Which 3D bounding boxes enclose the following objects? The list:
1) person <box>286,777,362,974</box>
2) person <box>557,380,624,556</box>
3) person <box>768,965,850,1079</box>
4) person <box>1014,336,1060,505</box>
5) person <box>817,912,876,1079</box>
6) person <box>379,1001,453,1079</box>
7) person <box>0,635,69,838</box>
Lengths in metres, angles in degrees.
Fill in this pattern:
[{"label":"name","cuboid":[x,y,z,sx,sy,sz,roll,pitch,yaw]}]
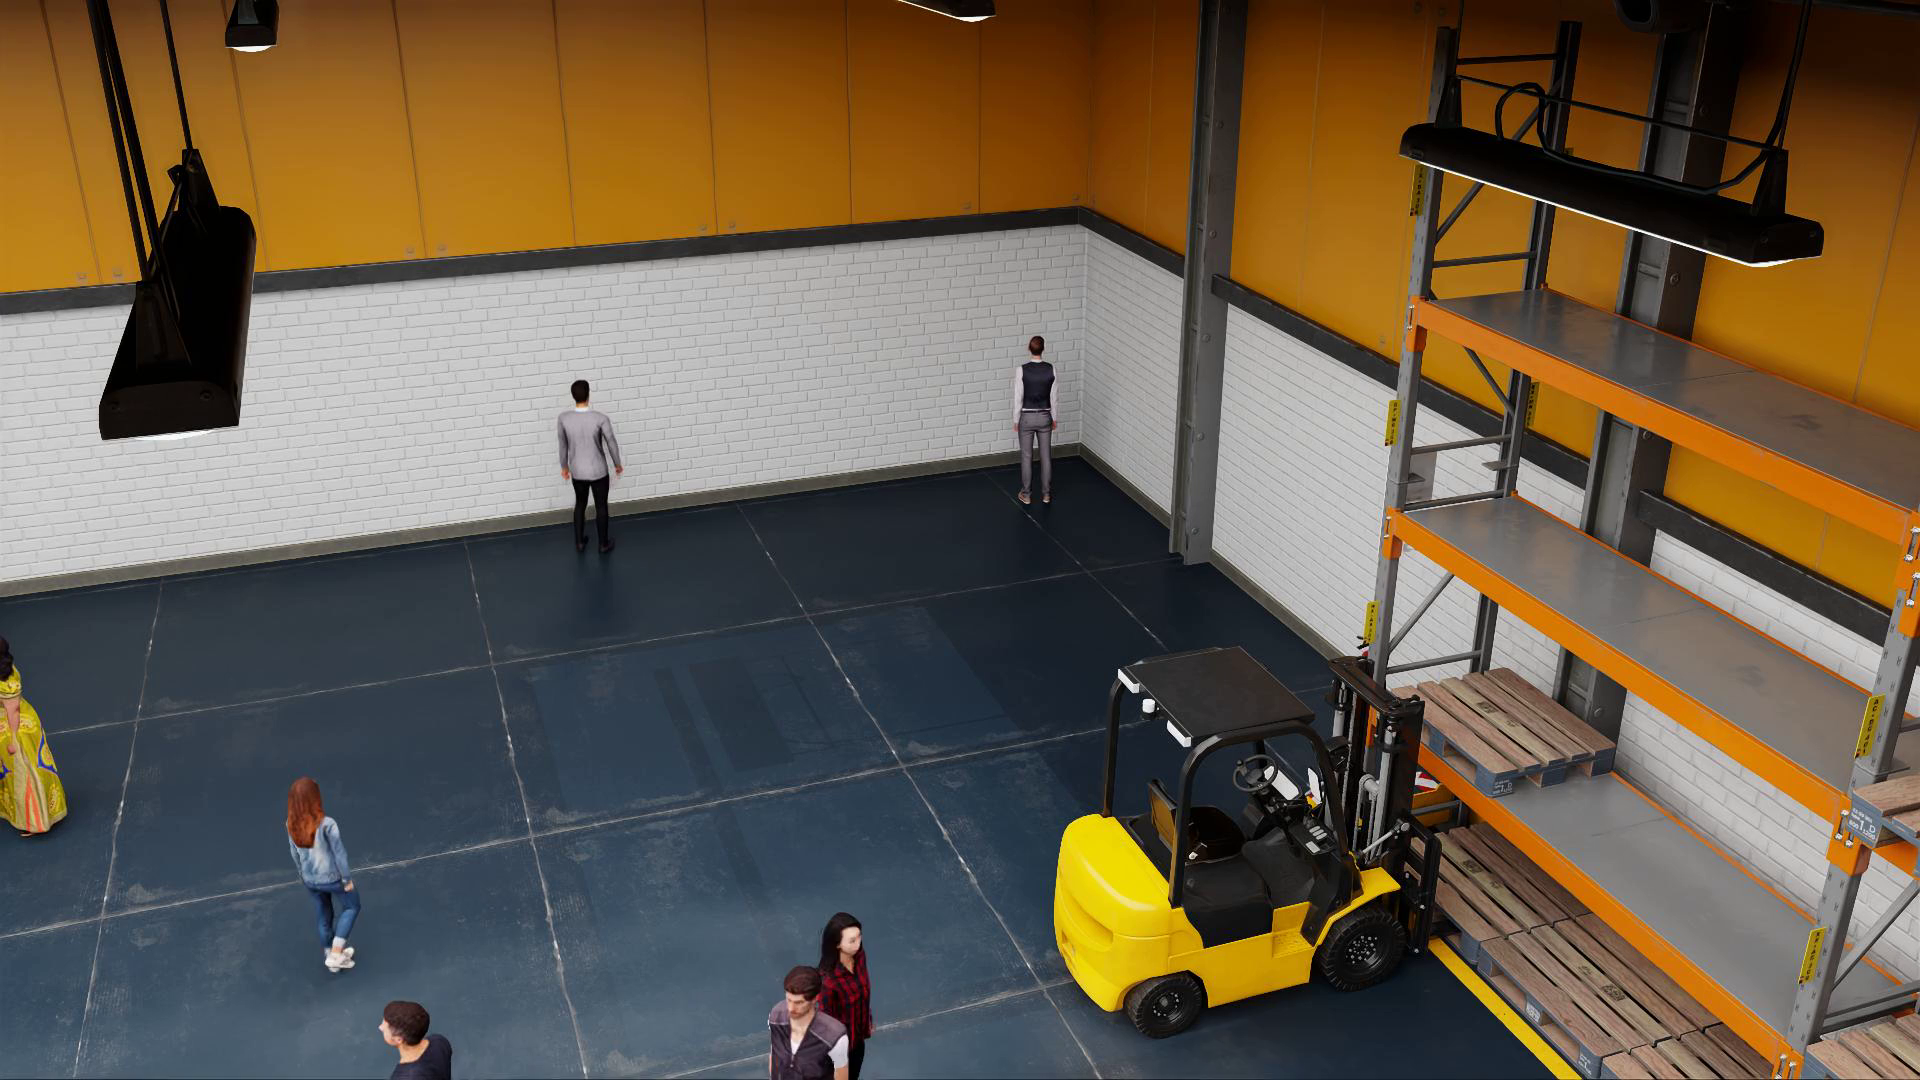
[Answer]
[{"label":"person","cuboid":[-4.238,2.258,10.985,0.692,1.470,0.726,6,24,13]},{"label":"person","cuboid":[-3.852,-0.726,17.250,0.889,1.919,0.891,3,24,6]},{"label":"person","cuboid":[-0.738,2.981,8.889,1.045,1.825,1.080,12,26,26]},{"label":"person","cuboid":[0.846,-1.362,18.682,0.713,1.938,0.639,-2,24,-6]},{"label":"person","cuboid":[-0.702,2.819,9.471,0.729,1.656,0.679,12,26,25]},{"label":"person","cuboid":[-2.595,3.145,8.498,1.097,1.837,1.143,6,24,14]},{"label":"person","cuboid":[-7.189,1.441,12.616,1.033,1.661,0.890,-21,31,-39]}]
